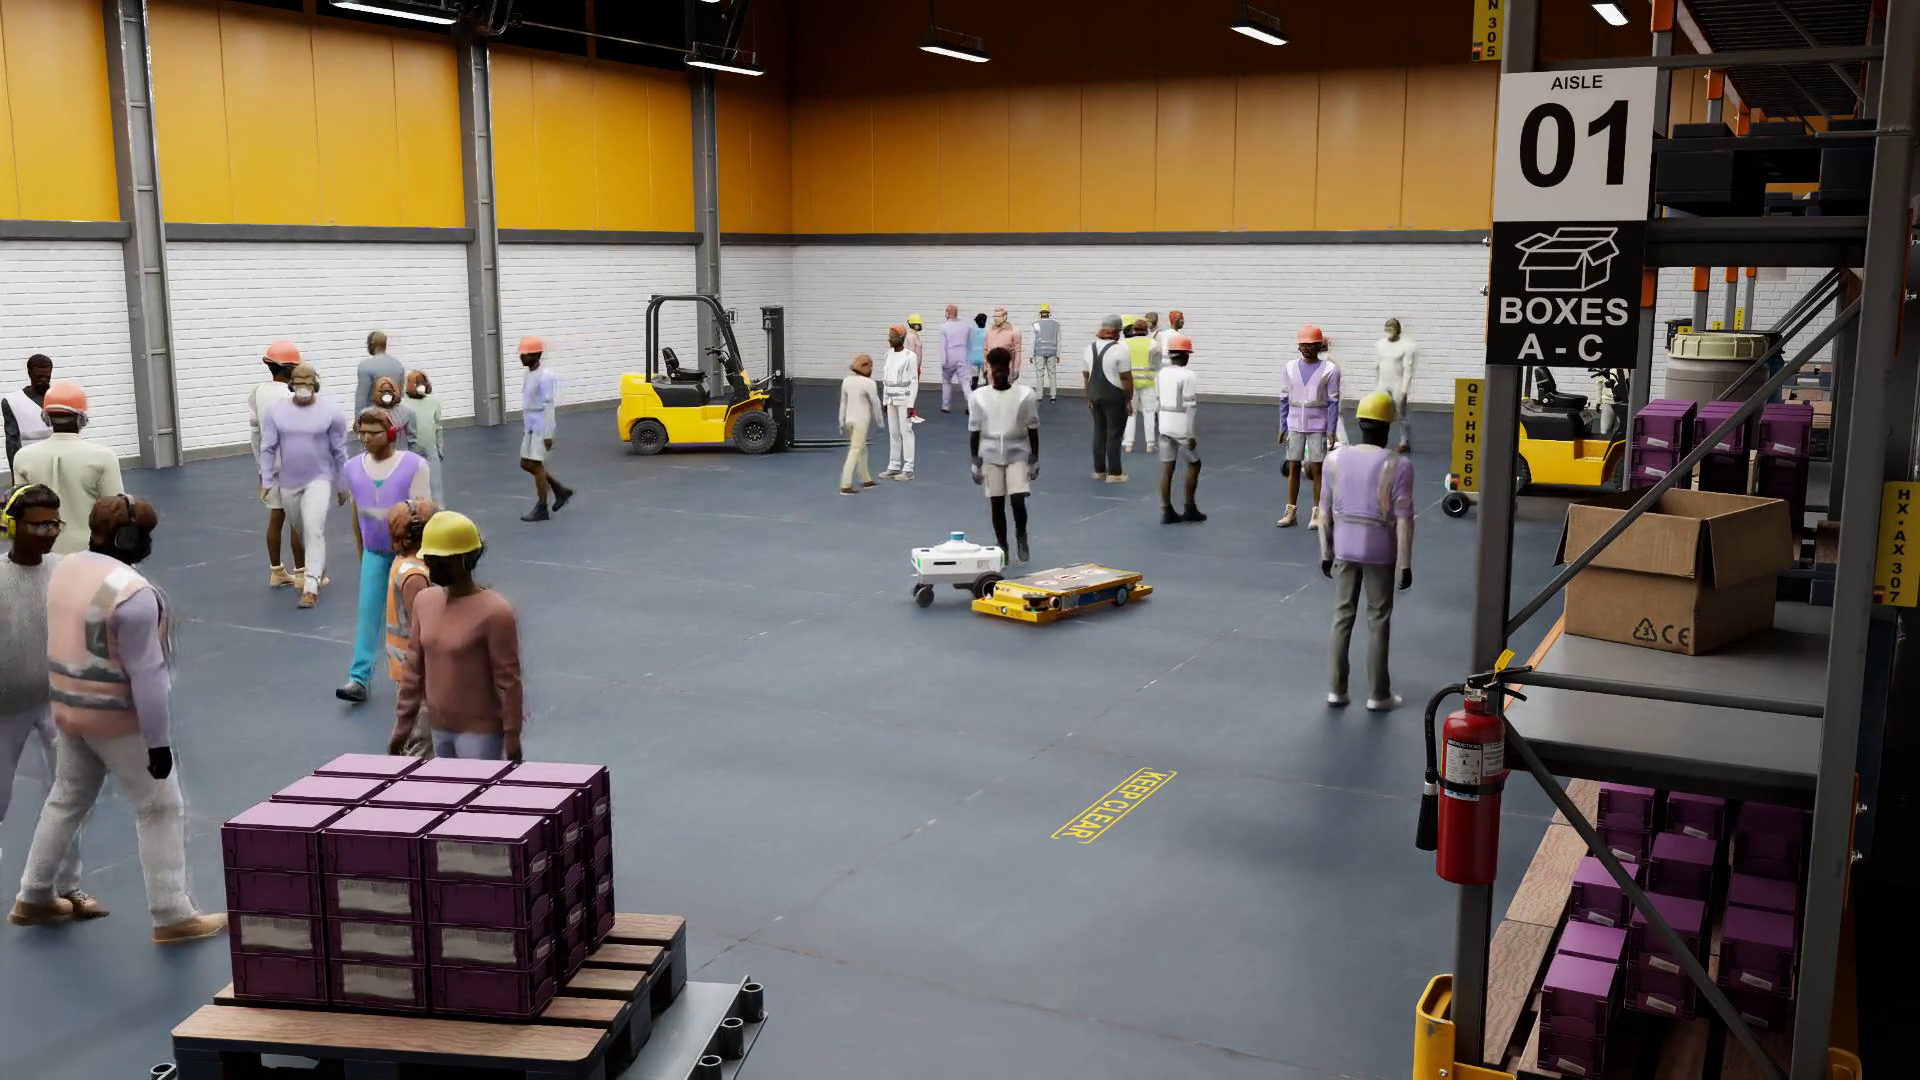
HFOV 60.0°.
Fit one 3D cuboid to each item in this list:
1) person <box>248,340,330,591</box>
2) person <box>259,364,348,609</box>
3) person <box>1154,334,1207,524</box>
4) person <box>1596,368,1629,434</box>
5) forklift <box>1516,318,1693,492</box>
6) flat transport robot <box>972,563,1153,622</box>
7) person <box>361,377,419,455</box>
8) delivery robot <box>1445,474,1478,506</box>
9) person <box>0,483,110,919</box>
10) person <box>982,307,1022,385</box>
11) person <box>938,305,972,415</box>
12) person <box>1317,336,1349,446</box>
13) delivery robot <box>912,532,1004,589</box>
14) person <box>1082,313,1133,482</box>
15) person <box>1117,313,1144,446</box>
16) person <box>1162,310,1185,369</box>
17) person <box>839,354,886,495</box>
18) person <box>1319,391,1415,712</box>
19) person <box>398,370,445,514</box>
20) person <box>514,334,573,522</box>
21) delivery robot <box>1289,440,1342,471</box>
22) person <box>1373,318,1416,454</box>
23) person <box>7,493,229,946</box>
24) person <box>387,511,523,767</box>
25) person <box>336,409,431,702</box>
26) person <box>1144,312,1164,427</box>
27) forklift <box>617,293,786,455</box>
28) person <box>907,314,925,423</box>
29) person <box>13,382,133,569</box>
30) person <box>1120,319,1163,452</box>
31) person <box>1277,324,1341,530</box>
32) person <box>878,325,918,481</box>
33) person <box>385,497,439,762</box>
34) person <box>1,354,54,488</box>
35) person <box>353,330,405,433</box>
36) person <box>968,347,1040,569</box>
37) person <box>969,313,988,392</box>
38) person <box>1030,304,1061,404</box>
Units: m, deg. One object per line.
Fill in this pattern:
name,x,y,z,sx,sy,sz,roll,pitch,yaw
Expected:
person,-5.467,-0.603,13.560,0.616,2.041,0.379,5,11,25
person,-5.169,-0.463,13.206,0.637,1.898,1.021,-1,10,-7
person,2.277,-1.126,16.921,0.601,1.922,0.580,-8,13,-39
person,8.259,-1.752,20.817,0.586,1.835,0.404,4,11,22
forklift,7.066,-1.601,18.899,2.313,2.155,1.214,5,11,27
flat transport robot,0.813,0.393,12.918,0.652,0.197,1.431,9,13,42
person,-5.203,-0.680,15.217,0.502,1.627,0.277,-3,10,-17
delivery robot,5.442,-0.562,17.356,0.707,0.478,0.477,4,11,21
person,-3.895,0.663,6.864,0.686,1.839,0.551,7,12,35
person,0.634,-2.683,26.002,0.646,1.904,0.401,5,11,27
person,-0.060,-3.081,28.401,0.631,1.874,0.901,-4,11,-24
person,5.035,-2.022,23.053,0.844,1.595,0.538,1,10,7
delivery robot,-0.020,0.179,13.067,0.707,0.478,0.477,-1,10,-8
person,1.840,-1.722,20.044,0.538,2.000,0.690,-8,13,-40
person,2.509,-2.313,23.916,0.605,1.890,0.773,6,11,30
person,3.241,-2.532,25.223,0.357,1.874,0.590,-2,10,-10
person,-1.102,-1.323,19.032,0.506,1.590,0.824,9,13,42
person,2.455,0.069,10.010,0.594,1.926,0.380,8,13,39
person,-5.358,-0.890,16.526,0.519,1.594,0.777,-9,13,-42
person,-4.300,-1.151,17.084,0.531,1.920,0.571,-7,12,-33
delivery robot,4.352,-1.085,20.385,0.707,0.478,0.477,-7,12,-36
person,5.842,-2.056,22.473,0.633,1.877,1.066,9,14,44
person,-3.406,0.722,6.631,0.791,1.802,0.526,6,11,31
person,-1.999,0.756,6.559,0.539,1.757,0.512,6,12,32
person,-3.539,0.084,10.320,0.590,1.790,0.985,1,10,6
person,3.075,-2.676,26.173,0.423,1.827,0.547,-4,10,-21
forklift,-3.588,-2.317,23.042,2.313,2.155,1.214,-1,10,-5
person,-0.724,-2.782,26.979,0.315,1.768,0.526,1,10,8
person,-5.225,0.061,9.858,0.625,1.991,0.391,-1,10,-4
person,2.490,-2.127,22.975,0.625,1.841,0.429,2,10,11
person,3.458,-1.122,16.559,0.605,2.045,0.378,6,11,30
person,-0.742,-1.660,20.140,0.353,1.883,0.572,-8,13,-40
person,-2.461,0.623,7.616,0.307,1.645,0.512,-4,11,-24
person,-7.677,-0.604,13.953,0.399,1.911,0.590,7,12,36
person,-6.382,-1.368,18.383,0.899,1.911,0.641,3,10,19
person,0.377,-0.694,14.377,0.634,1.938,0.457,2,10,9
person,0.395,-3.186,29.558,0.552,1.671,0.633,5,11,27
person,1.547,-3.396,30.377,0.592,1.819,0.404,-2,10,-12
